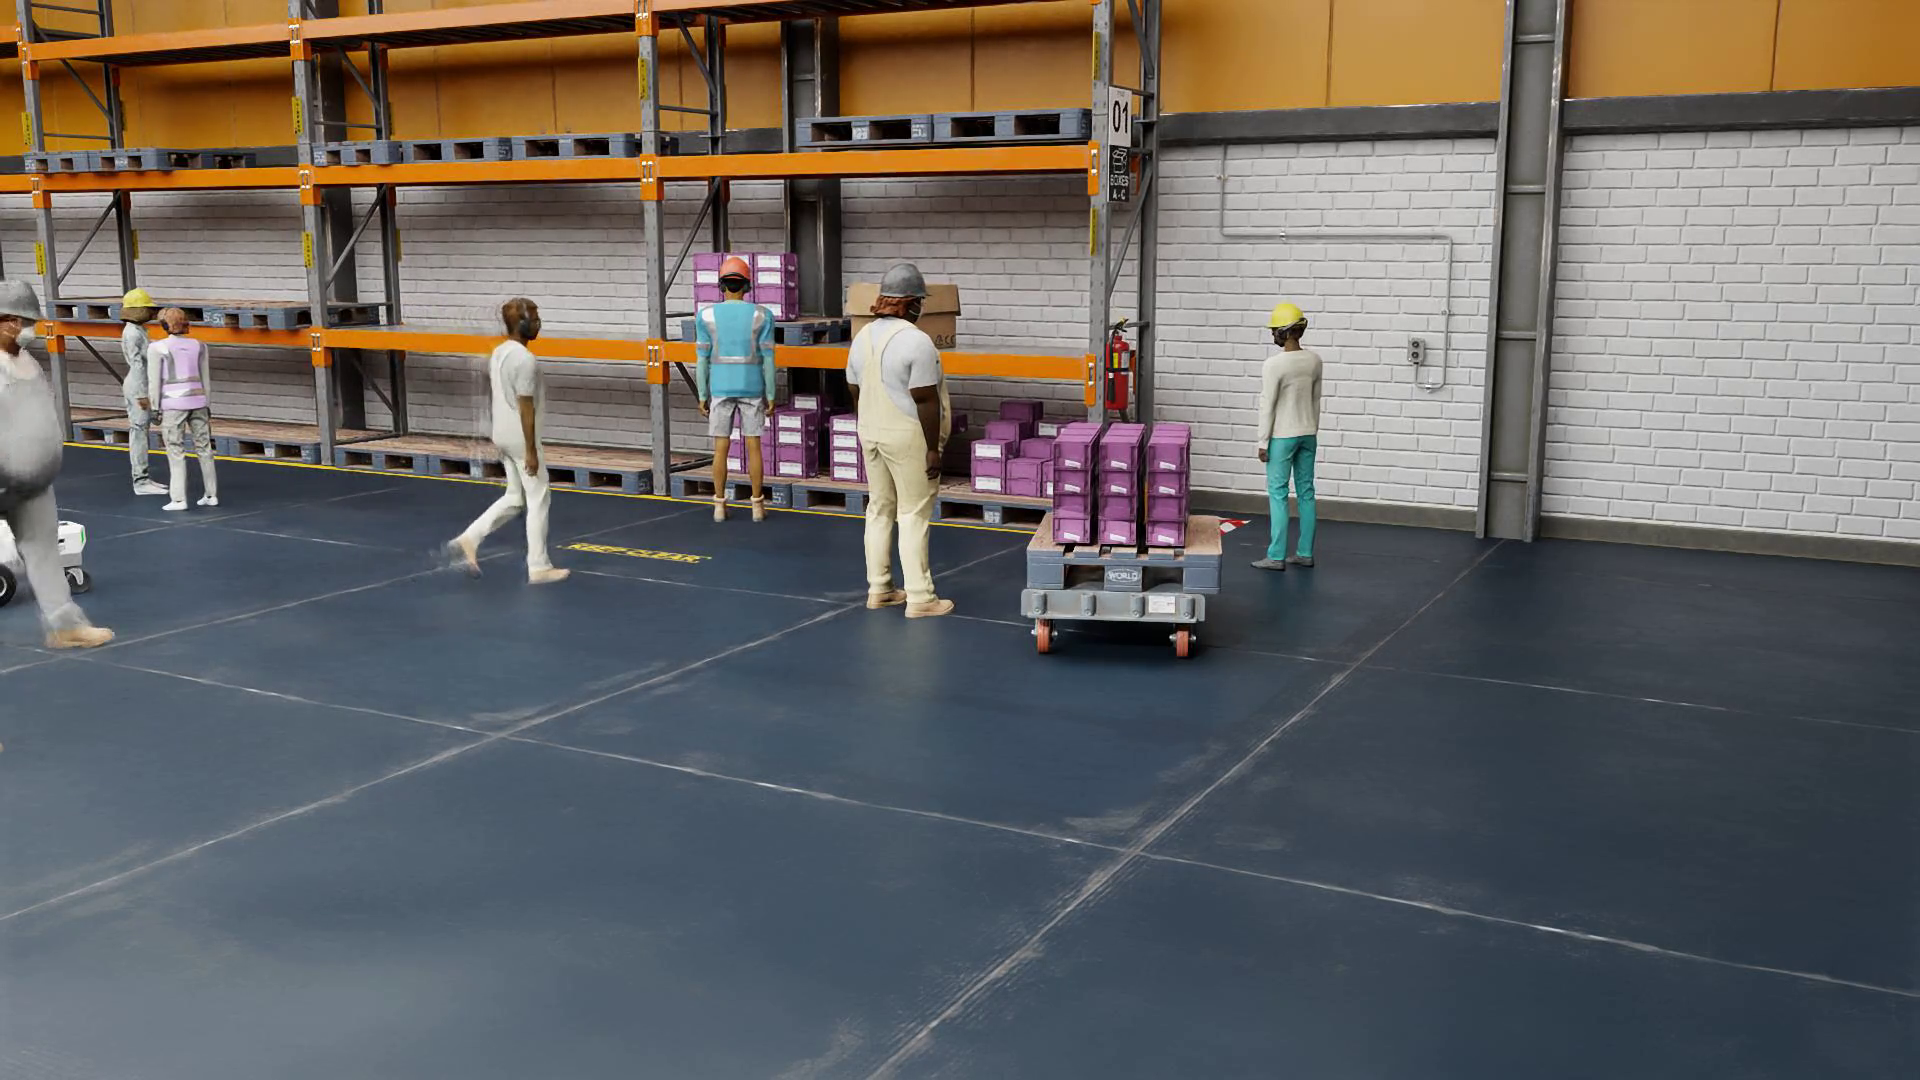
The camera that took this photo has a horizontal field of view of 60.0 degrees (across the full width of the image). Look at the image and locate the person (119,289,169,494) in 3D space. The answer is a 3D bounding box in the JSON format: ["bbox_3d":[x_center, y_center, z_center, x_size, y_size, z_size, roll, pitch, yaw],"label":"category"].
[{"bbox_3d":[-6.978,-1.264,14.215,0.309,1.744,0.485,-4,11,-22],"label":"person"}]

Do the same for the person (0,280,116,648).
[{"bbox_3d":[-5.097,-0.418,8.765,1.037,2.000,0.694,1,10,5],"label":"person"}]

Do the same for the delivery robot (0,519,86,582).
[{"bbox_3d":[-5.708,0.039,10.075,0.477,0.478,0.707,10,14,42],"label":"delivery robot"}]

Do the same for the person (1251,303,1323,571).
[{"bbox_3d":[2.150,-0.672,10.938,0.524,1.761,0.340,-7,12,-33],"label":"person"}]

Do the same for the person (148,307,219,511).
[{"bbox_3d":[-6.252,-1.052,13.377,0.321,1.628,0.515,6,12,31],"label":"person"}]

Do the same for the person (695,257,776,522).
[{"bbox_3d":[-1.720,-1.150,12.808,0.608,2.035,0.406,-1,10,-3],"label":"person"}]

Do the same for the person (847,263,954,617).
[{"bbox_3d":[-0.306,-0.582,9.666,0.537,2.000,0.682,-9,14,-42],"label":"person"}]

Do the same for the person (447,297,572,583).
[{"bbox_3d":[-2.815,-0.596,10.363,0.681,1.827,0.503,-8,13,-37],"label":"person"}]
